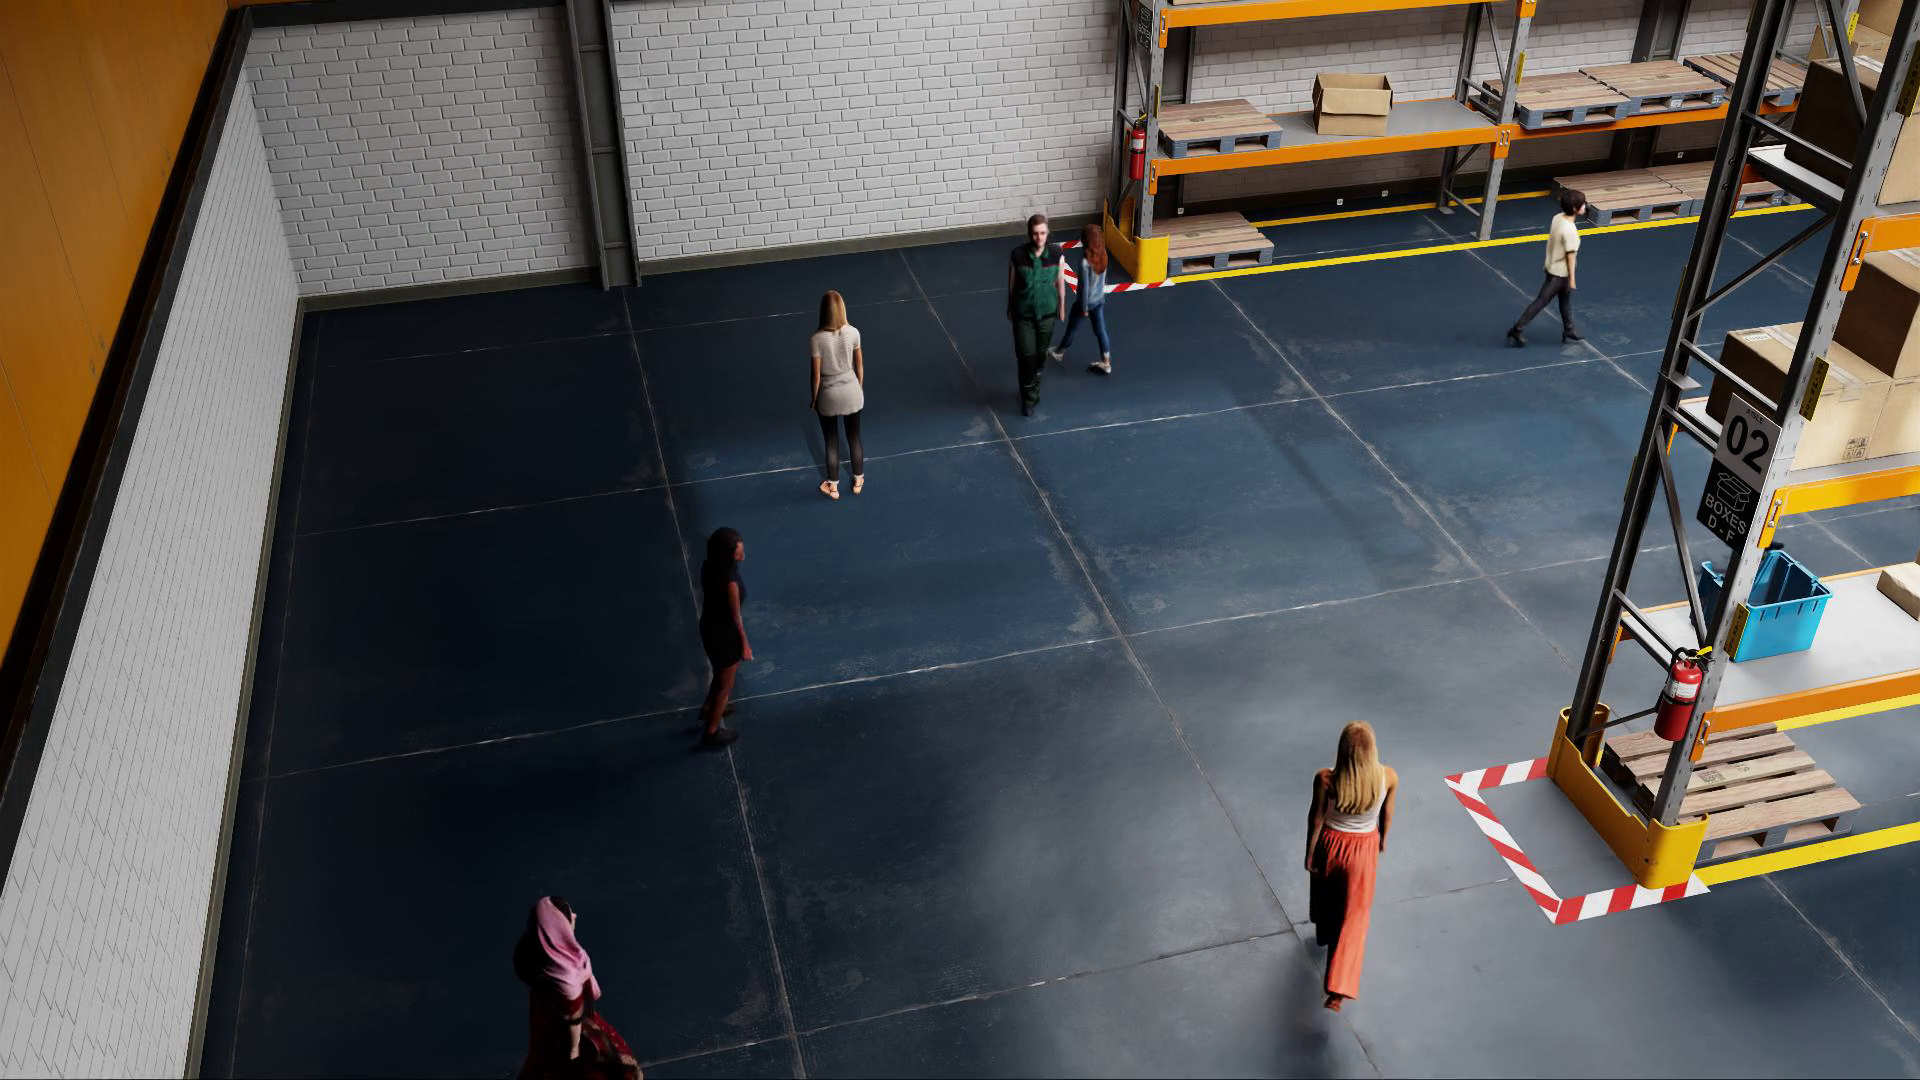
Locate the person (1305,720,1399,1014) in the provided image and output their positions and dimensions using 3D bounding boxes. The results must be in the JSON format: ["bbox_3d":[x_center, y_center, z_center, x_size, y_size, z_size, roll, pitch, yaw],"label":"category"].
[{"bbox_3d":[2.115,1.787,9.075,1.186,1.772,1.031,7,34,10],"label":"person"}]

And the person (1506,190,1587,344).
[{"bbox_3d":[5.601,-2.538,15.784,1.069,1.548,0.789,1,34,1],"label":"person"}]

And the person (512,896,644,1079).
[{"bbox_3d":[-2.043,2.416,8.277,1.109,1.608,0.903,-26,41,-33],"label":"person"}]

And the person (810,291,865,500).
[{"bbox_3d":[-0.980,-1.165,13.470,0.489,1.823,0.680,-12,35,-17],"label":"person"}]

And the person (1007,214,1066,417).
[{"bbox_3d":[0.656,-2.064,14.818,0.787,1.828,0.765,-5,34,-7],"label":"person"}]

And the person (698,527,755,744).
[{"bbox_3d":[-1.601,0.641,10.861,0.619,1.703,0.668,-19,38,-26],"label":"person"}]

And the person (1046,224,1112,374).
[{"bbox_3d":[1.261,-2.206,15.371,0.960,1.452,0.952,23,40,30],"label":"person"}]
